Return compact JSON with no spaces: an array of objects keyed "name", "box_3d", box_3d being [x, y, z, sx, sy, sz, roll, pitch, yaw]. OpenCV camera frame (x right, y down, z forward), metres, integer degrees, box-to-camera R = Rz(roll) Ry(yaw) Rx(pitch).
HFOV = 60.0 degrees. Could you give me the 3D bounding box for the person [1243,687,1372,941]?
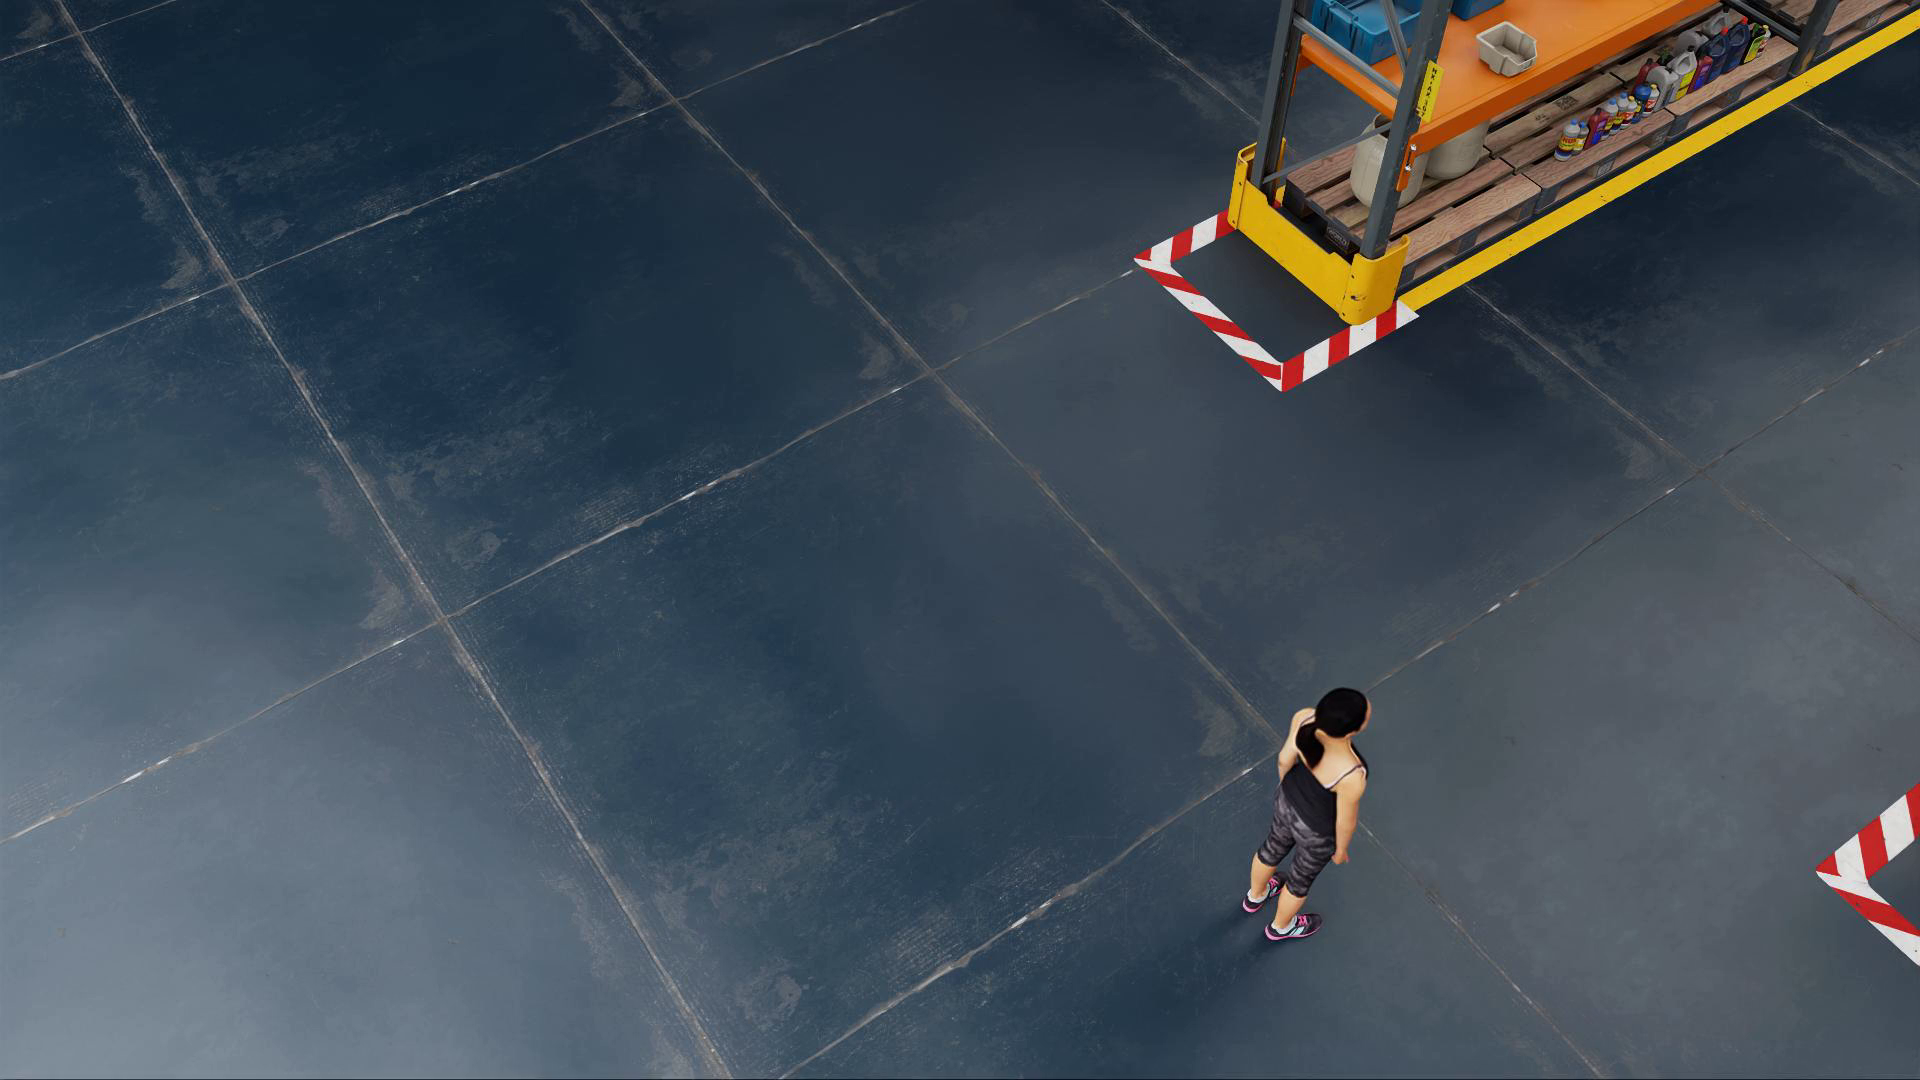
[{"name":"person","box_3d":[1.412,1.115,6.771,0.555,1.729,0.589,-24,56,-17]}]
